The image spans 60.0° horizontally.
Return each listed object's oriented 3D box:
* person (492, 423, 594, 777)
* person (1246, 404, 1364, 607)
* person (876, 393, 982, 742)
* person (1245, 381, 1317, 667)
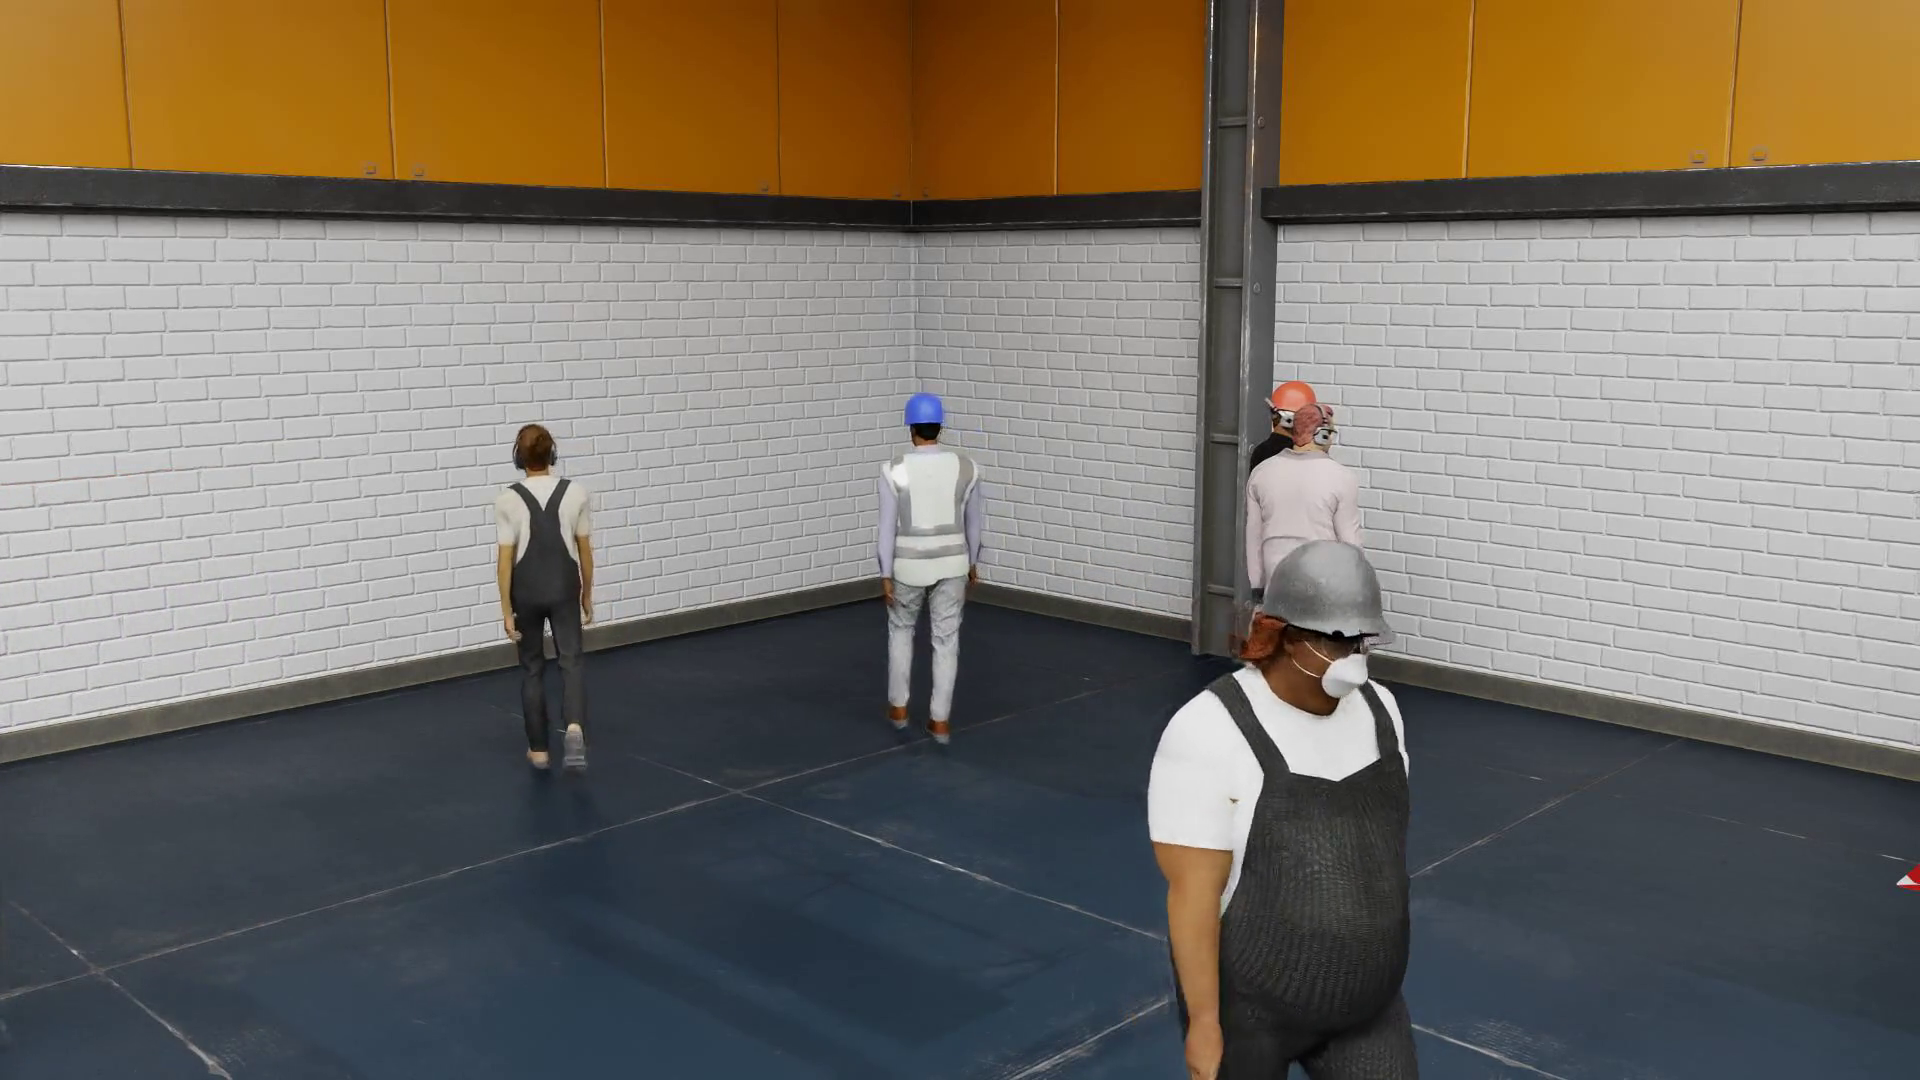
[{"bbox_3d":[-2.106,0.319,8.502,0.505,1.828,0.731,-3,10,-20],"label":"person"},{"bbox_3d":[1.845,0.226,8.856,0.651,1.900,0.403,7,12,38],"label":"person"},{"bbox_3d":[-0.189,0.135,9.340,0.621,1.924,0.717,-2,9,-11],"label":"person"},{"bbox_3d":[1.809,0.109,9.313,0.391,1.986,0.609,-2,9,-9],"label":"person"}]
